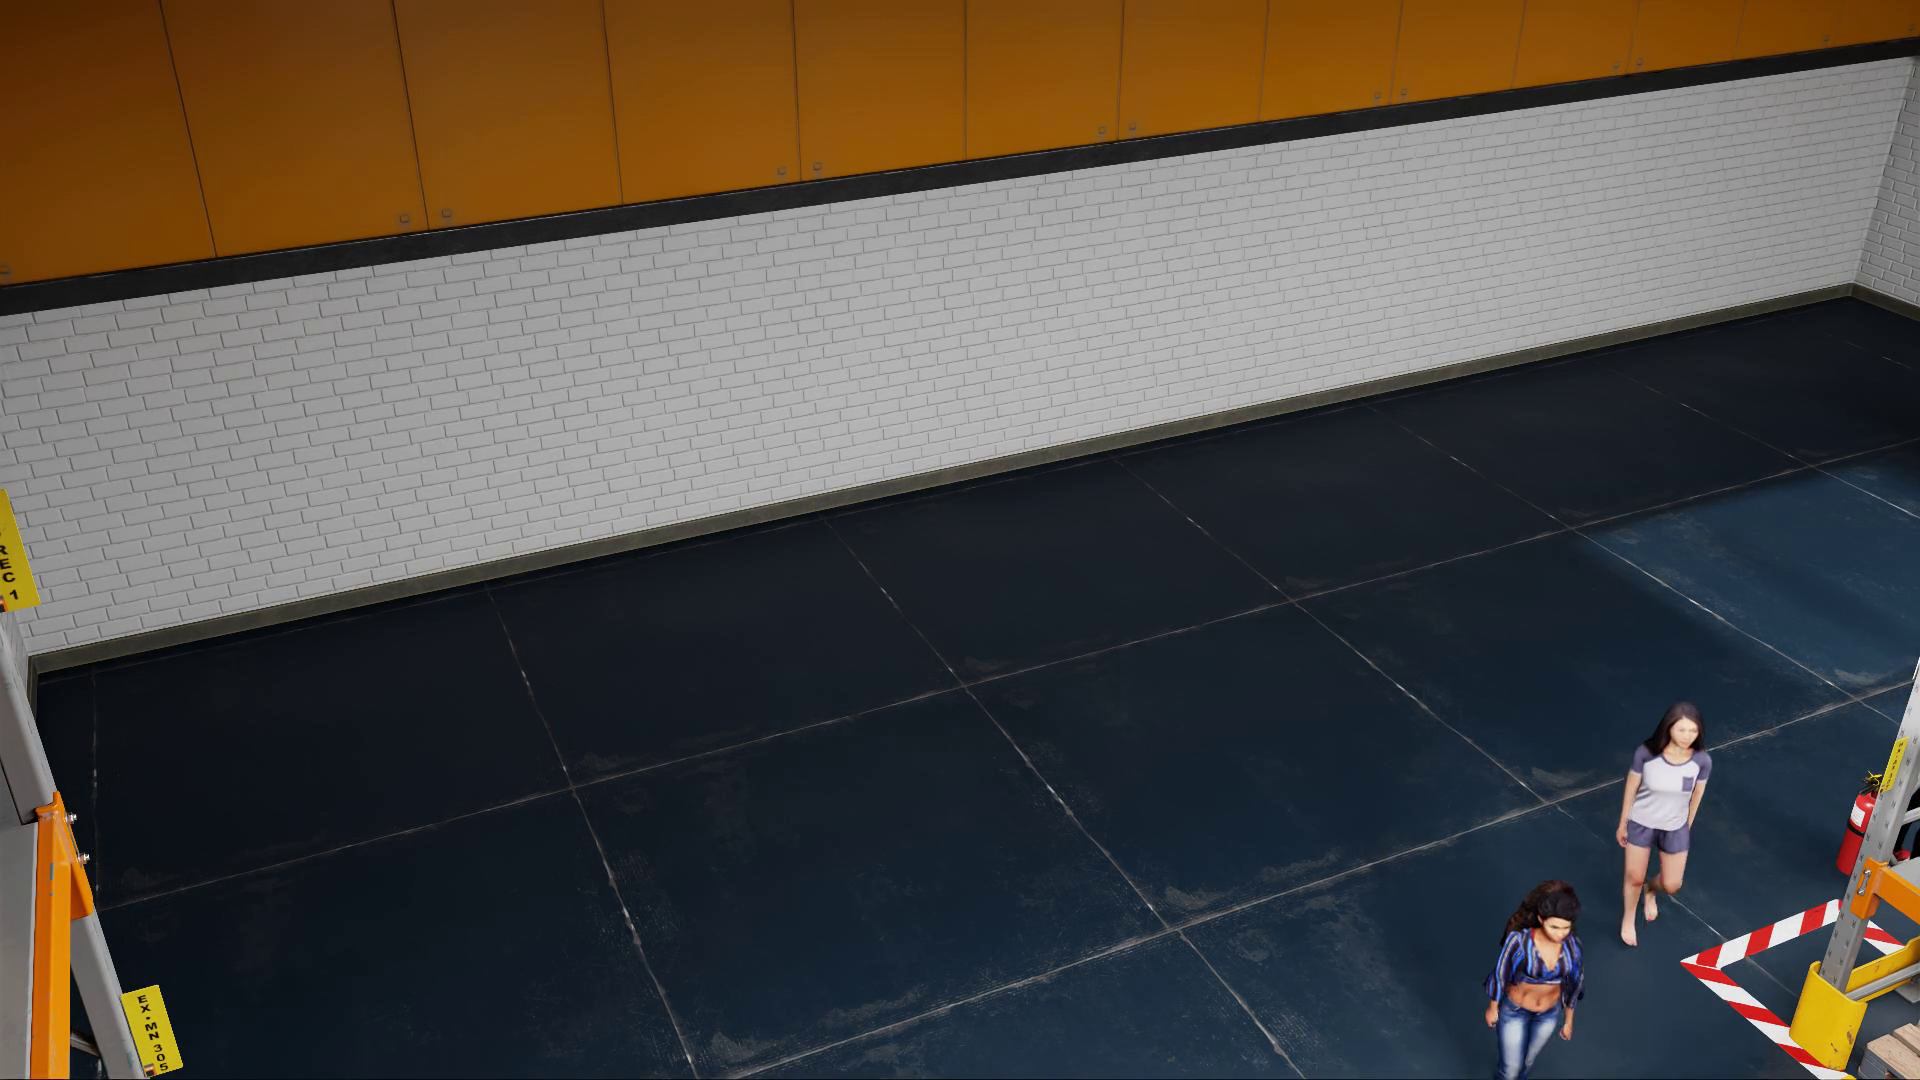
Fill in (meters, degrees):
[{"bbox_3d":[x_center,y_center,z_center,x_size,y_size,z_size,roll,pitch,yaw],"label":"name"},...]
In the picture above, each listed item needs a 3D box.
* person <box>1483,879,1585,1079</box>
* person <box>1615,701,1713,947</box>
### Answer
[{"bbox_3d":[2.924,2.386,8.615,0.734,1.611,0.744,0,29,-1],"label":"person"},{"bbox_3d":[4.136,1.636,9.902,0.747,1.695,0.805,7,29,12],"label":"person"}]
